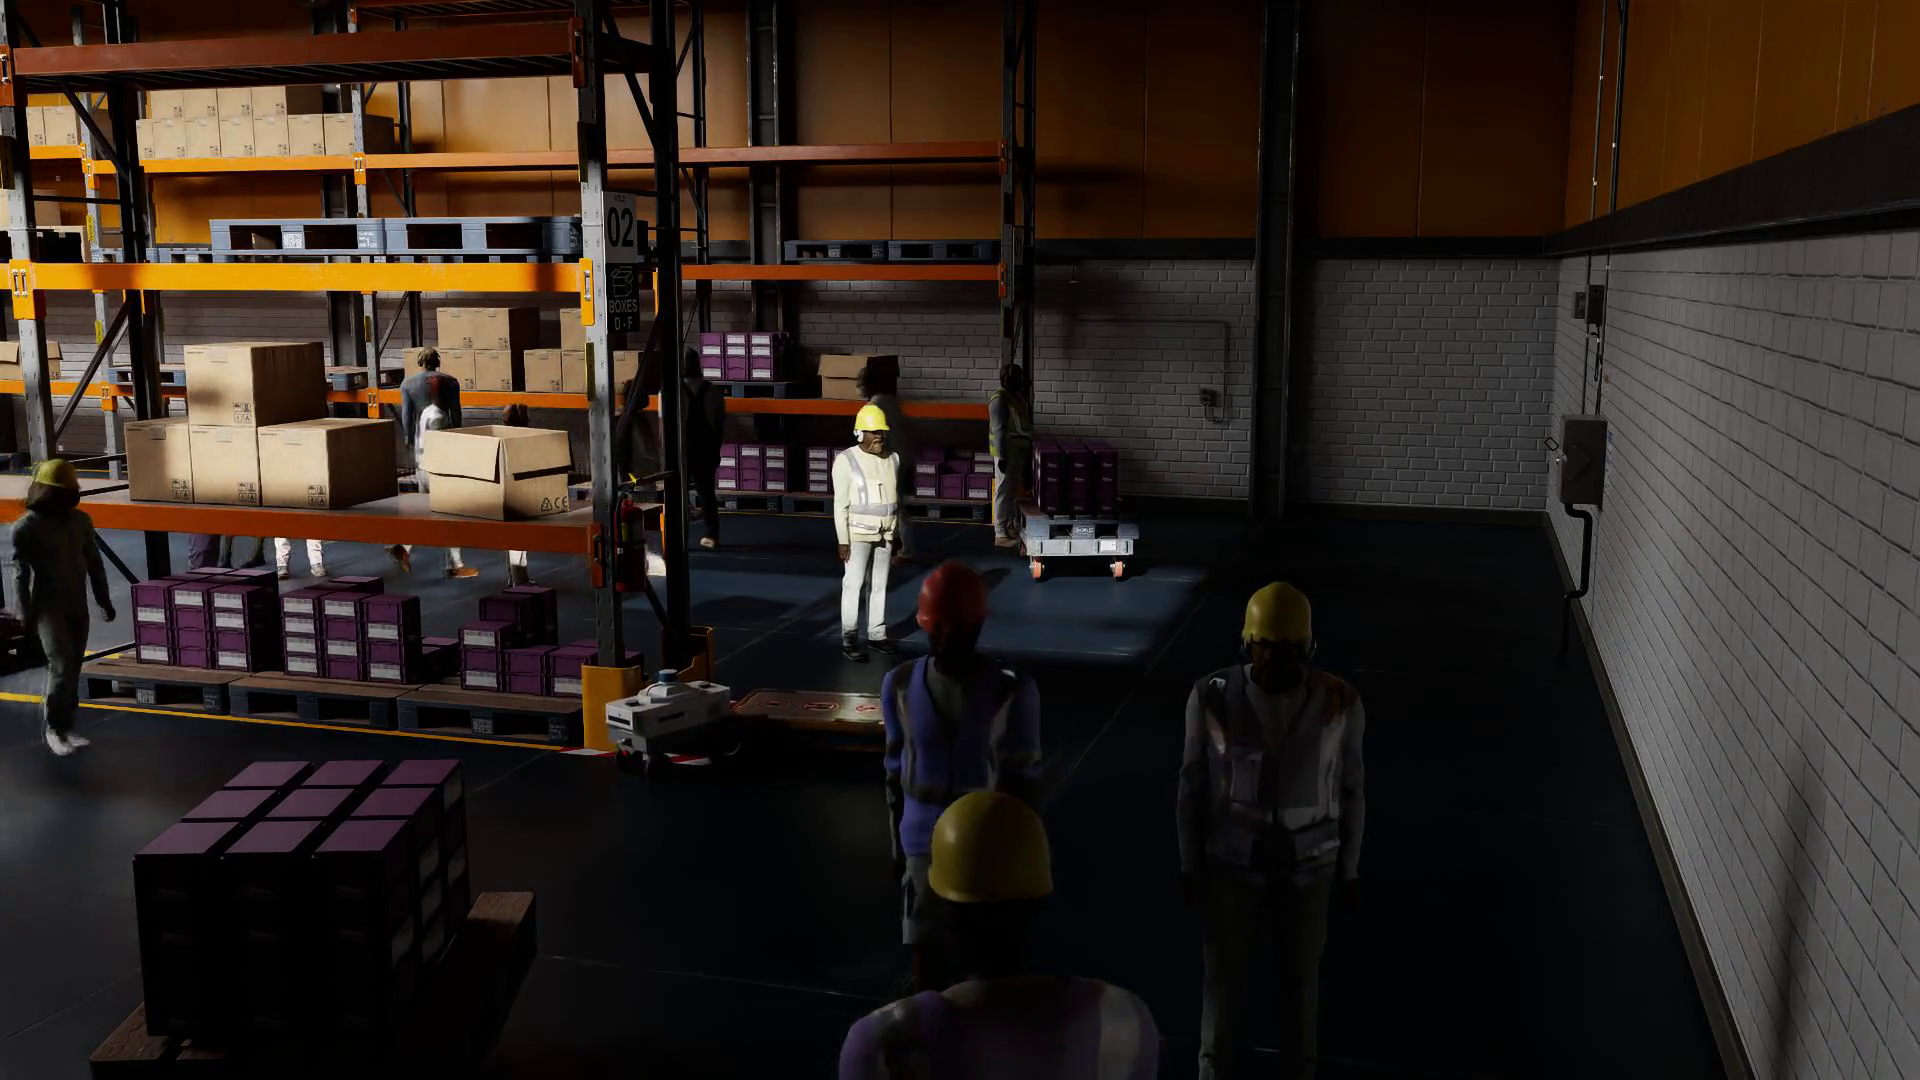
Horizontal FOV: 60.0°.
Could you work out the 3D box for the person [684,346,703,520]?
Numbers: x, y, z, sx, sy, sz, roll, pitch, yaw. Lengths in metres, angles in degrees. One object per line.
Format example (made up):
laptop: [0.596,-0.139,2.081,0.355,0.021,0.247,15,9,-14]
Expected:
person: [-3.091,-1.196,18.595,0.372,1.935,0.627,3,10,16]

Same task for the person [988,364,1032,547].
person: [0.518,-0.859,16.820,0.429,1.844,0.623,3,10,19]

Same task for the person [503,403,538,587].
person: [-3.834,-0.368,14.443,0.307,1.641,0.514,-4,10,-22]

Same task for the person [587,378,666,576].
person: [-2.992,-0.564,15.075,0.779,1.820,0.635,2,9,11]

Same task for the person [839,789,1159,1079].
person: [0.095,1.402,2.923,0.600,1.887,0.947,-3,10,-15]

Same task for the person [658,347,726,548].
person: [-2.691,-0.920,16.585,0.691,2.000,0.544,-5,11,-28]

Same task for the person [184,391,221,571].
person: [-5.831,-0.237,12.869,0.400,1.902,0.647,-5,11,-30]

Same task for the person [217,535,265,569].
person: [-6.607,-0.624,15.271,0.611,1.883,0.823,0,9,1]

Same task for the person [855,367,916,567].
person: [-0.755,-0.668,15.524,0.735,1.888,0.636,2,10,12]

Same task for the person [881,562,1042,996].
person: [0.012,0.976,5.512,0.543,1.889,1.004,2,9,10]

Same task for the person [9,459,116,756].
person: [-5.162,0.389,9.607,0.509,1.715,0.484,4,10,22]

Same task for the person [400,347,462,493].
person: [-5.805,-1.150,18.298,0.629,1.939,0.372,-3,10,-19]

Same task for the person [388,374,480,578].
person: [-4.754,-0.562,14.940,0.692,1.865,0.583,-5,10,-27]

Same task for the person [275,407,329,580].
person: [-5.988,-0.642,15.024,0.608,1.996,0.381,-5,11,-28]

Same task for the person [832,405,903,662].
person: [-0.639,-0.054,11.938,0.593,1.832,0.403,-9,13,-43]

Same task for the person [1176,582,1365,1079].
person: [0.997,1.027,5.359,0.601,1.827,0.403,1,9,8]

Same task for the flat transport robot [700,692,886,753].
flat transport robot: [-0.746,1.074,9.809,1.431,0.197,0.652,2,9,11]

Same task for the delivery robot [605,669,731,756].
delivery robot: [-1.630,0.967,9.313,0.477,0.478,0.707,8,12,40]
